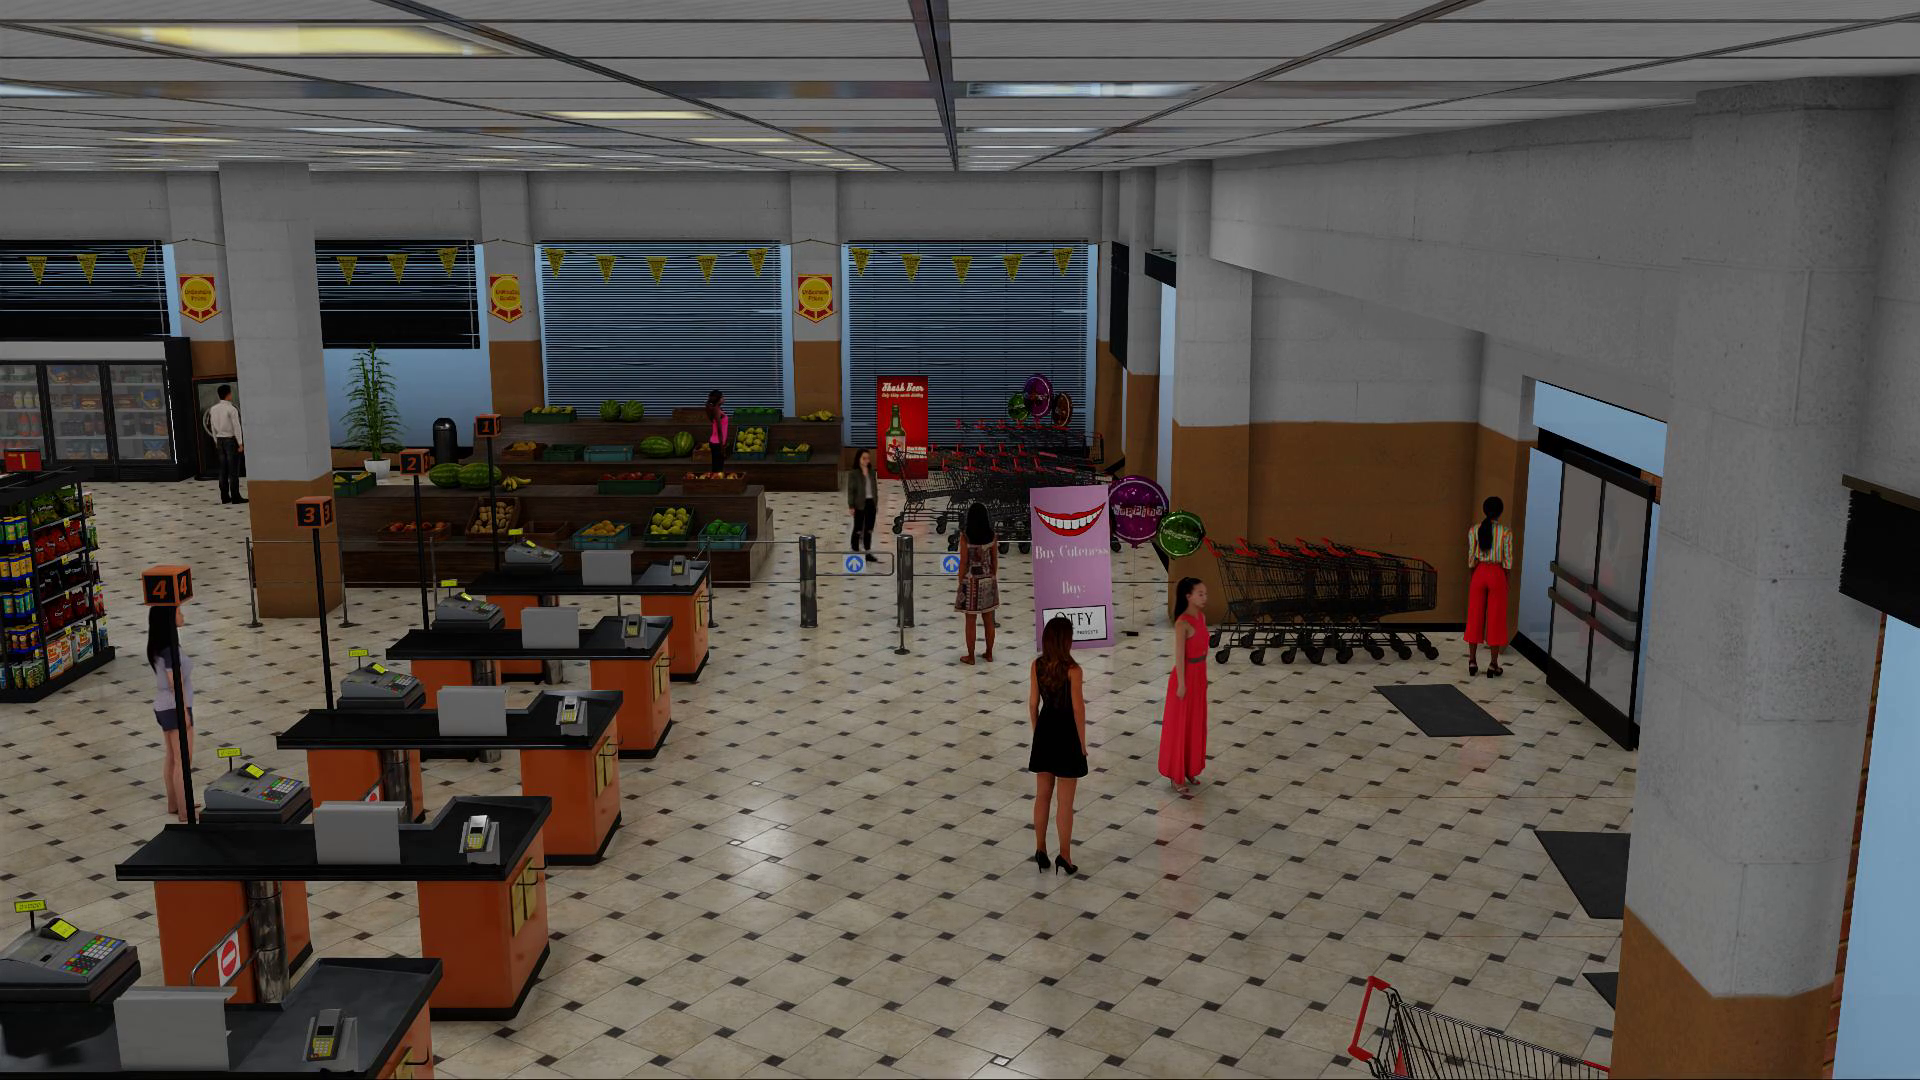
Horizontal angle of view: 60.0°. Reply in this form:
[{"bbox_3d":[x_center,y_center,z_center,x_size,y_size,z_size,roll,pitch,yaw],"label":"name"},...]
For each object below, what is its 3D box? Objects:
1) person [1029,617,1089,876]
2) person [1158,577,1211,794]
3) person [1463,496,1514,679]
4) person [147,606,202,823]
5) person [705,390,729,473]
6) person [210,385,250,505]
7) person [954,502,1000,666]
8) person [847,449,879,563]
[{"bbox_3d":[0.669,1.427,11.544,0.630,1.834,0.725,8,14,32],"label":"person"},{"bbox_3d":[1.817,1.135,13.194,0.750,1.725,0.716,8,15,35],"label":"person"},{"bbox_3d":[5.173,0.451,16.277,0.631,1.794,0.735,7,14,31],"label":"person"},{"bbox_3d":[-5.952,1.270,12.600,0.710,1.706,0.679,-9,15,-35],"label":"person"},{"bbox_3d":[-3.714,-1.441,25.435,0.631,1.722,0.619,-3,12,-16],"label":"person"},{"bbox_3d":[-11.144,-1.458,25.306,0.619,1.809,0.794,5,13,21],"label":"person"},{"bbox_3d":[0.176,0.428,16.748,0.642,1.645,0.784,-6,13,-27],"label":"person"},{"bbox_3d":[-1.234,-0.437,21.266,0.615,1.476,0.719,-8,14,-33],"label":"person"}]
